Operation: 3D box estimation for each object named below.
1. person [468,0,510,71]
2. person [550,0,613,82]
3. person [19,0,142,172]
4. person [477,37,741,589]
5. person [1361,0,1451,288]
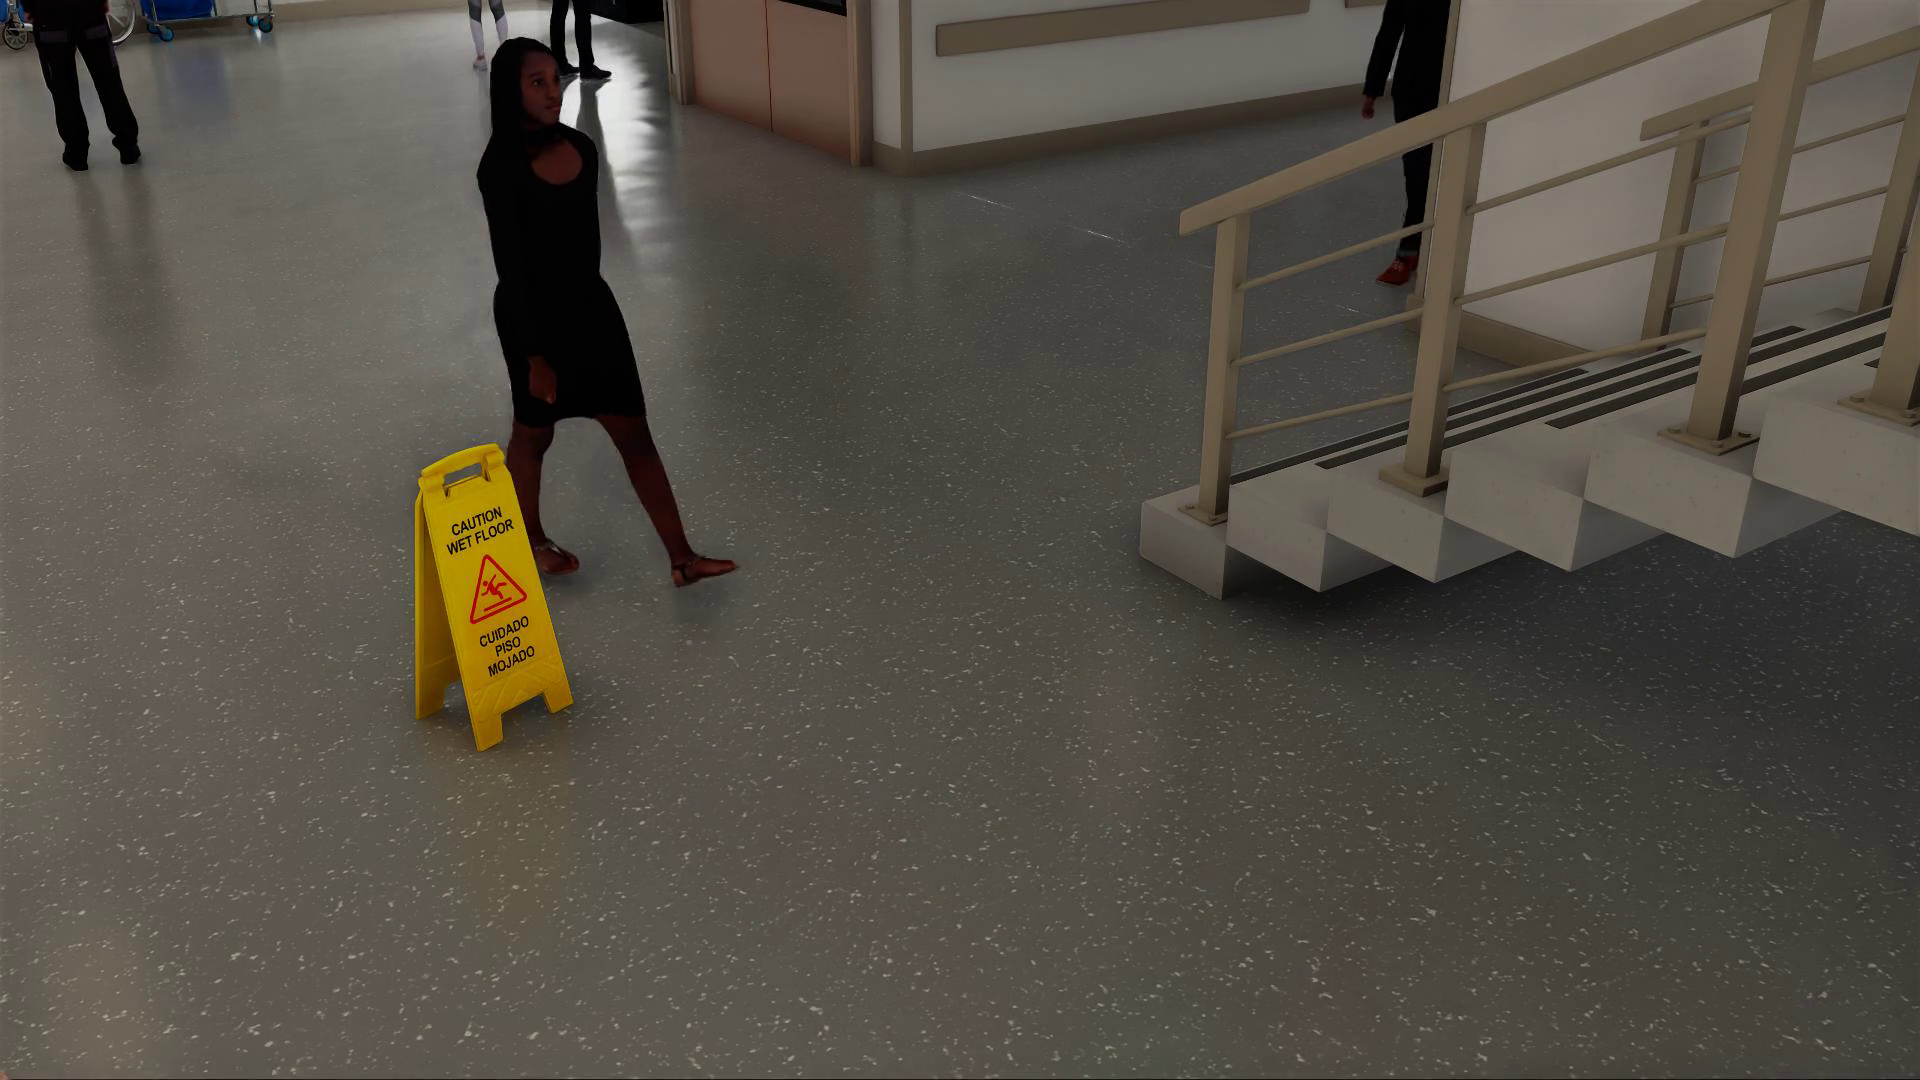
[{"bbox_3d":[-3.896,-4.702,13.471,0.621,1.703,0.623,-9,27,-18],"label":"person"},{"bbox_3d":[-3.079,-4.566,13.028,0.617,1.842,0.789,15,29,28],"label":"person"},{"bbox_3d":[-5.523,-3.285,10.291,0.691,1.912,0.586,-15,30,-28],"label":"person"},{"bbox_3d":[-1.286,-0.633,5.050,1.167,1.687,0.913,15,30,28],"label":"person"},{"bbox_3d":[2.346,-2.162,8.096,0.836,1.797,0.864,-20,32,-35],"label":"person"}]
